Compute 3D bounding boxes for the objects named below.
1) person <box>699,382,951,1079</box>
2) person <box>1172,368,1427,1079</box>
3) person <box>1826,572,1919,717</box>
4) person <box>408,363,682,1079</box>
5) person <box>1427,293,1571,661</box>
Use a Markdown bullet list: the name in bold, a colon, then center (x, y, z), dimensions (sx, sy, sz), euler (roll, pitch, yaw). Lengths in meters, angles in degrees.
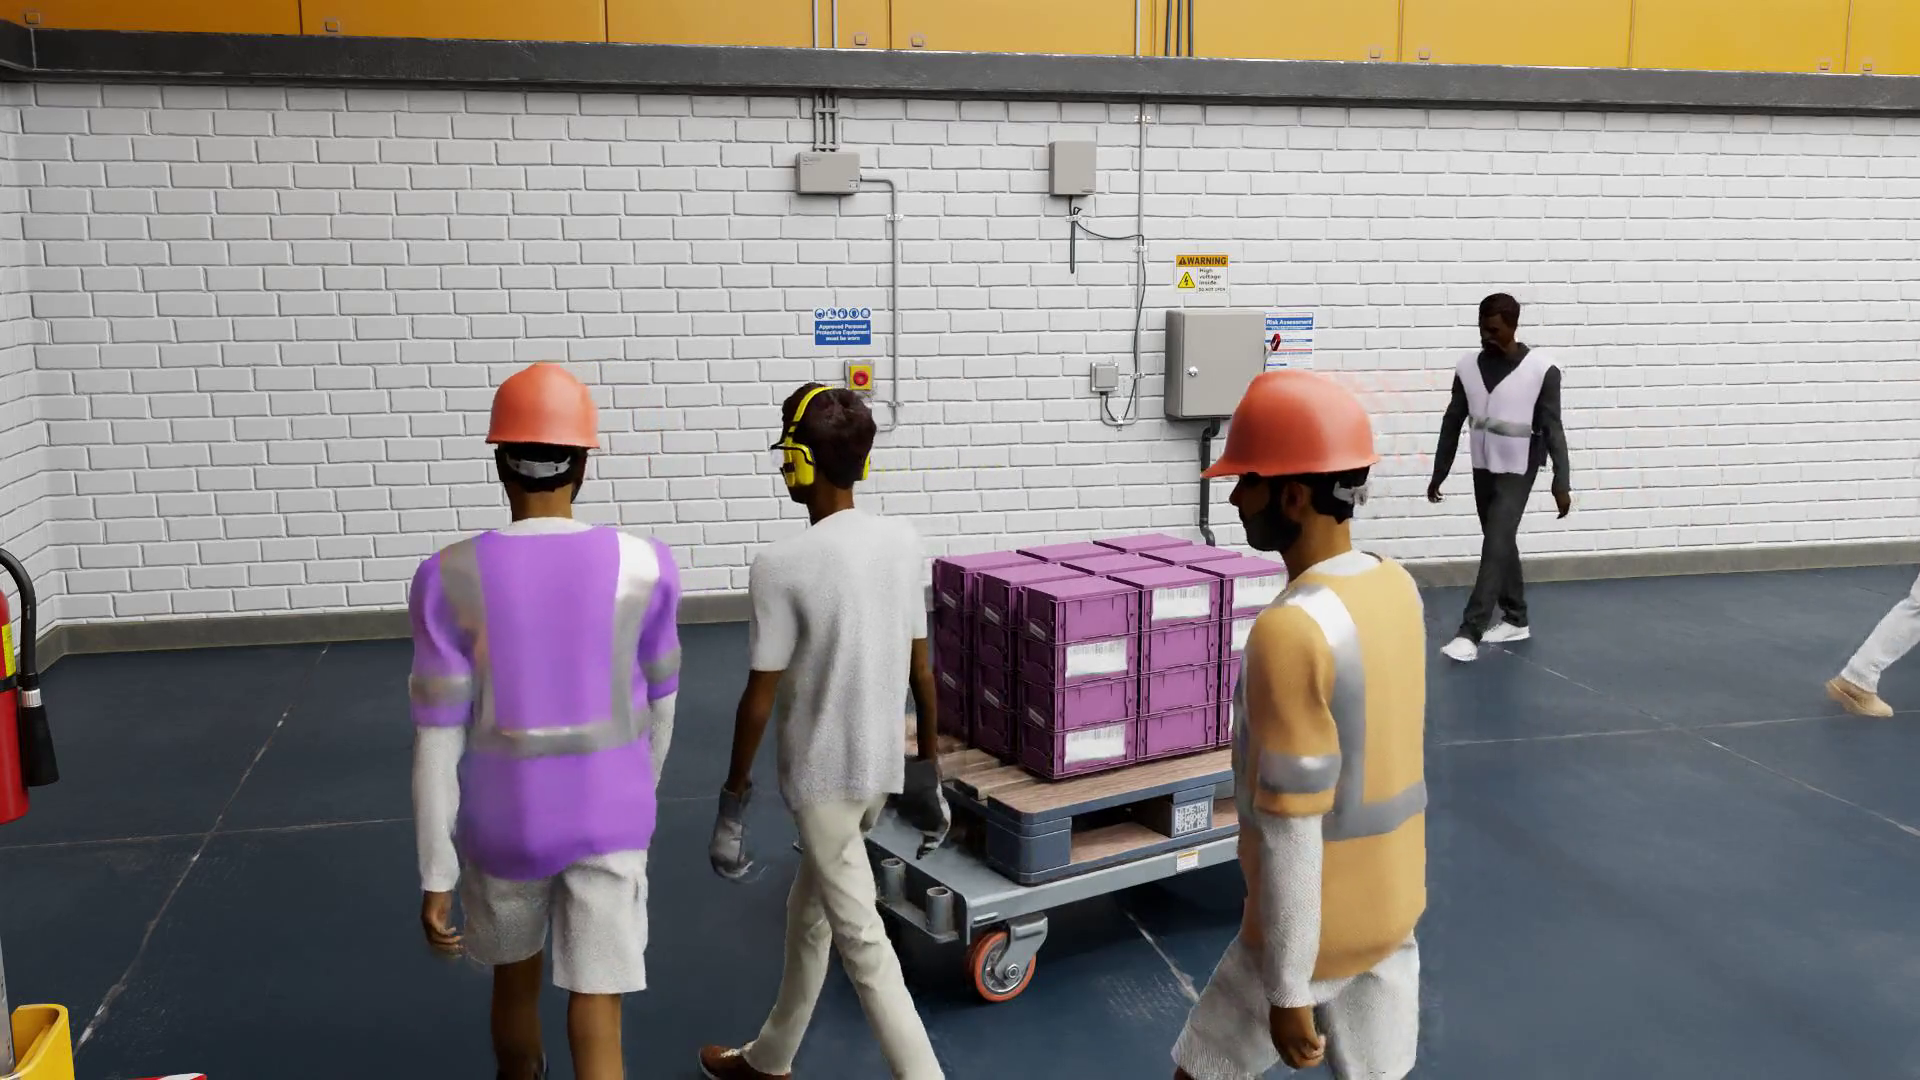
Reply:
- **person**: center (-0.291, 0.557, 3.776), dimensions (0.982, 1.821, 0.538), euler (8, 13, 38)
- **person**: center (0.554, 0.640, 3.048), dimensions (0.885, 1.897, 0.574), euler (8, 13, 39)
- **person**: center (4.360, -0.045, 7.207), dimensions (1.001, 1.790, 0.647), euler (8, 13, 39)
- **person**: center (-0.852, 0.574, 3.499), dimensions (0.540, 1.869, 1.038), euler (-2, 11, -13)
- **person**: center (2.717, -0.321, 8.503), dimensions (0.960, 1.856, 0.712), euler (-7, 12, -33)
